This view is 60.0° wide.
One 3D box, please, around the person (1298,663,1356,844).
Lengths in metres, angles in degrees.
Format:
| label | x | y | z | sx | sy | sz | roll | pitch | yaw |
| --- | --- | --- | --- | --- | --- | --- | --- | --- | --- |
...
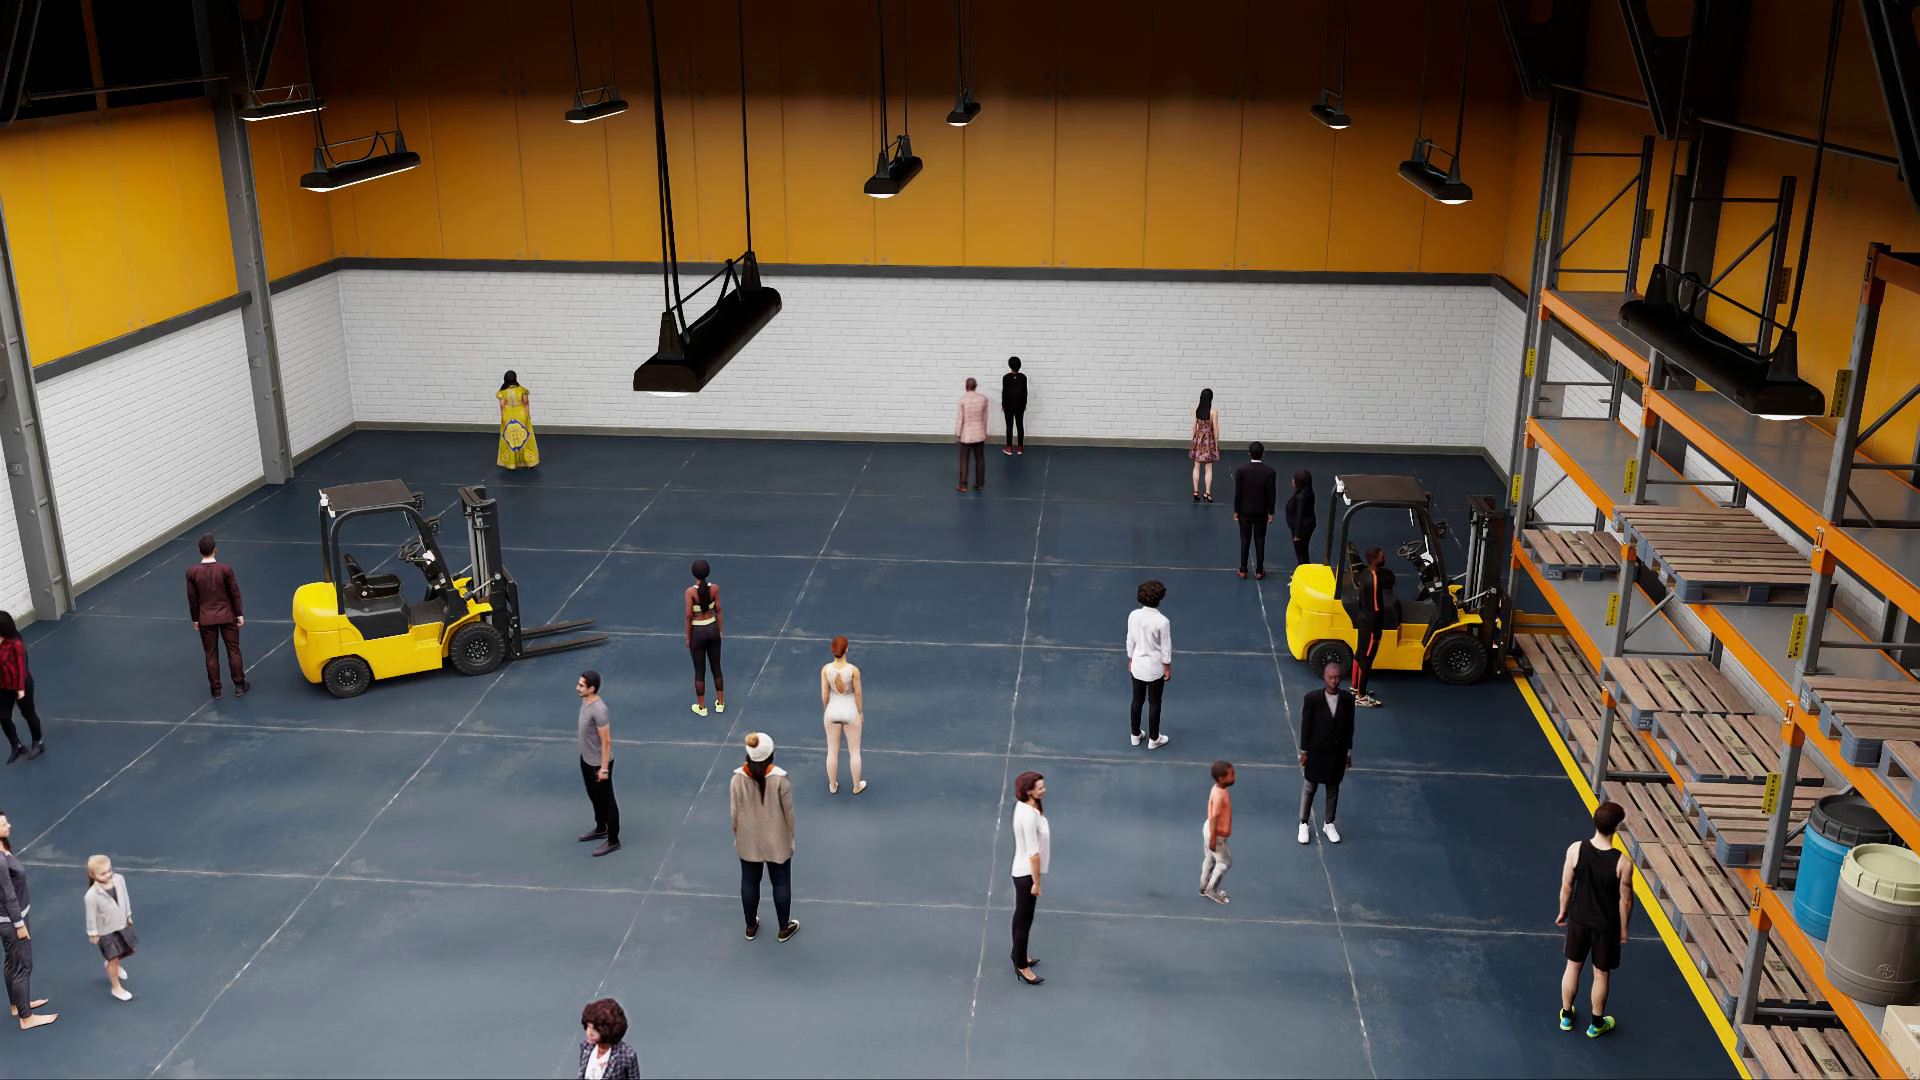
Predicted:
| label | x | y | z | sx | sy | sz | roll | pitch | yaw |
| --- | --- | --- | --- | --- | --- | --- | --- | --- | --- |
| person | 3.378 | 1.945 | 15.329 | 0.664 | 1.761 | 0.581 | -1 | 19 | -2 |

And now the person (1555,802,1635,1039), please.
| label | x | y | z | sx | sy | sz | roll | pitch | yaw |
| --- | --- | --- | --- | --- | --- | --- | --- | --- | --- |
| person | 4.750 | 2.842 | 12.459 | 0.776 | 1.892 | 0.781 | 13 | 23 | 35 |

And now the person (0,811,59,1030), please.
| label | x | y | z | sx | sy | sz | roll | pitch | yaw |
| --- | --- | --- | --- | --- | --- | --- | --- | --- | --- |
| person | -7.208 | 2.853 | 12.620 | 0.735 | 1.768 | 0.680 | -16 | 24 | -39 |

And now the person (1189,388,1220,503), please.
| label | x | y | z | sx | sy | sz | roll | pitch | yaw |
| --- | --- | --- | --- | --- | --- | --- | --- | --- | --- |
| person | 3.736 | -1.448 | 25.385 | 0.788 | 1.773 | 0.823 | 11 | 22 | 31 |

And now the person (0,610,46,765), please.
| label | x | y | z | sx | sy | sz | roll | pitch | yaw |
| --- | --- | --- | --- | --- | --- | --- | --- | --- | --- |
| person | -9.568 | 1.453 | 16.972 | 0.625 | 1.643 | 0.651 | 4 | 19 | 12 |

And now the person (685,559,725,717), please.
| label | x | y | z | sx | sy | sz | roll | pitch | yaw |
| --- | --- | --- | --- | --- | --- | --- | --- | --- | --- |
| person | -2.762 | 1.047 | 18.004 | 0.646 | 1.754 | 0.667 | -10 | 21 | -26 |

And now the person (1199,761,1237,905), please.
| label | x | y | z | sx | sy | sz | roll | pitch | yaw |
| --- | --- | --- | --- | --- | --- | --- | --- | --- | --- |
| person | 2.153 | 2.510 | 14.372 | 0.600 | 1.299 | 0.488 | 5 | 19 | 15 |

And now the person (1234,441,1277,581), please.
| label | x | y | z | sx | sy | sz | roll | pitch | yaw |
| --- | --- | --- | --- | --- | --- | --- | --- | --- | --- |
| person | 3.896 | -0.395 | 22.085 | 0.714 | 1.883 | 0.579 | 3 | 19 | 10 |

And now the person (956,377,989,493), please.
| label | x | y | z | sx | sy | sz | roll | pitch | yaw |
| --- | --- | --- | --- | --- | --- | --- | --- | --- | --- |
| person | 0.211 | -1.643 | 25.912 | 0.783 | 1.806 | 0.771 | -7 | 20 | -19 |

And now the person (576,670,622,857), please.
| label | x | y | z | sx | sy | sz | roll | pitch | yaw |
| --- | --- | --- | --- | --- | --- | --- | --- | --- | --- |
| person | -3.312 | 1.999 | 15.179 | 0.759 | 1.754 | 0.669 | -11 | 22 | -30 |

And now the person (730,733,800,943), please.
| label | x | y | z | sx | sy | sz | roll | pitch | yaw |
| --- | --- | --- | --- | --- | --- | --- | --- | --- | --- |
| person | -1.627 | 2.424 | 13.706 | 0.708 | 1.888 | 0.686 | 3 | 19 | 10 |

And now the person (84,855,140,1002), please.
| label | x | y | z | sx | sy | sz | roll | pitch | yaw |
| --- | --- | --- | --- | --- | --- | --- | --- | --- | --- |
| person | -6.669 | 2.993 | 13.002 | 0.704 | 1.259 | 0.675 | 9 | 21 | 25 |

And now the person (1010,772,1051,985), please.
| label | x | y | z | sx | sy | sz | roll | pitch | yaw |
| --- | --- | --- | --- | --- | --- | --- | --- | --- | --- |
| person | 0.530 | 2.650 | 13.183 | 0.695 | 1.794 | 0.492 | -1 | 19 | -2 |

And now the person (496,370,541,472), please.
| label | x | y | z | sx | sy | sz | roll | pitch | yaw |
| --- | --- | --- | --- | --- | --- | --- | --- | --- | --- |
| person | -7.237 | -1.957 | 27.072 | 0.972 | 1.661 | 0.949 | -6 | 19 | -17 |

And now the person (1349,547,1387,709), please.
| label | x | y | z | sx | sy | sz | roll | pitch | yaw |
| --- | --- | --- | --- | --- | --- | --- | --- | --- | --- |
| person | 4.493 | 0.927 | 18.278 | 0.711 | 1.808 | 0.493 | 0 | 19 | -1 |

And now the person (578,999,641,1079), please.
| label | x | y | z | sx | sy | sz | roll | pitch | yaw |
| --- | --- | --- | --- | --- | --- | --- | --- | --- | --- |
| person | -2.188 | 3.625 | 10.432 | 0.693 | 1.701 | 0.682 | 10 | 21 | 27 |

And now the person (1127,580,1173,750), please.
| label | x | y | z | sx | sy | sz | roll | pitch | yaw |
| --- | --- | --- | --- | --- | --- | --- | --- | --- | --- |
| person | 1.951 | 1.277 | 17.236 | 0.710 | 1.808 | 0.699 | 11 | 22 | 30 |

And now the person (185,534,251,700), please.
| label | x | y | z | sx | sy | sz | roll | pitch | yaw |
| --- | --- | --- | --- | --- | --- | --- | --- | --- | --- |
| person | -8.230 | 0.849 | 18.420 | 0.769 | 1.864 | 0.735 | -6 | 20 | -17 |

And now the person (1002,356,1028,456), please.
| label | x | y | z | sx | sy | sz | roll | pitch | yaw |
| --- | --- | --- | --- | --- | --- | --- | --- | --- | --- |
| person | 0.913 | -2.273 | 27.989 | 0.652 | 1.673 | 0.609 | -4 | 19 | -10 |

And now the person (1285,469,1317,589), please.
| label | x | y | z | sx | sy | sz | roll | pitch | yaw |
| --- | --- | --- | --- | --- | --- | --- | --- | --- | --- |
| person | 4.497 | -0.154 | 21.793 | 0.747 | 1.612 | 0.633 | 6 | 19 | 17 |

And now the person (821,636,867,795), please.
| label | x | y | z | sx | sy | sz | roll | pitch | yaw |
| --- | --- | --- | --- | --- | --- | --- | --- | --- | --- |
| person | -1.147 | 1.704 | 16.227 | 0.553 | 1.643 | 0.478 | 2 | 19 | 7 |
